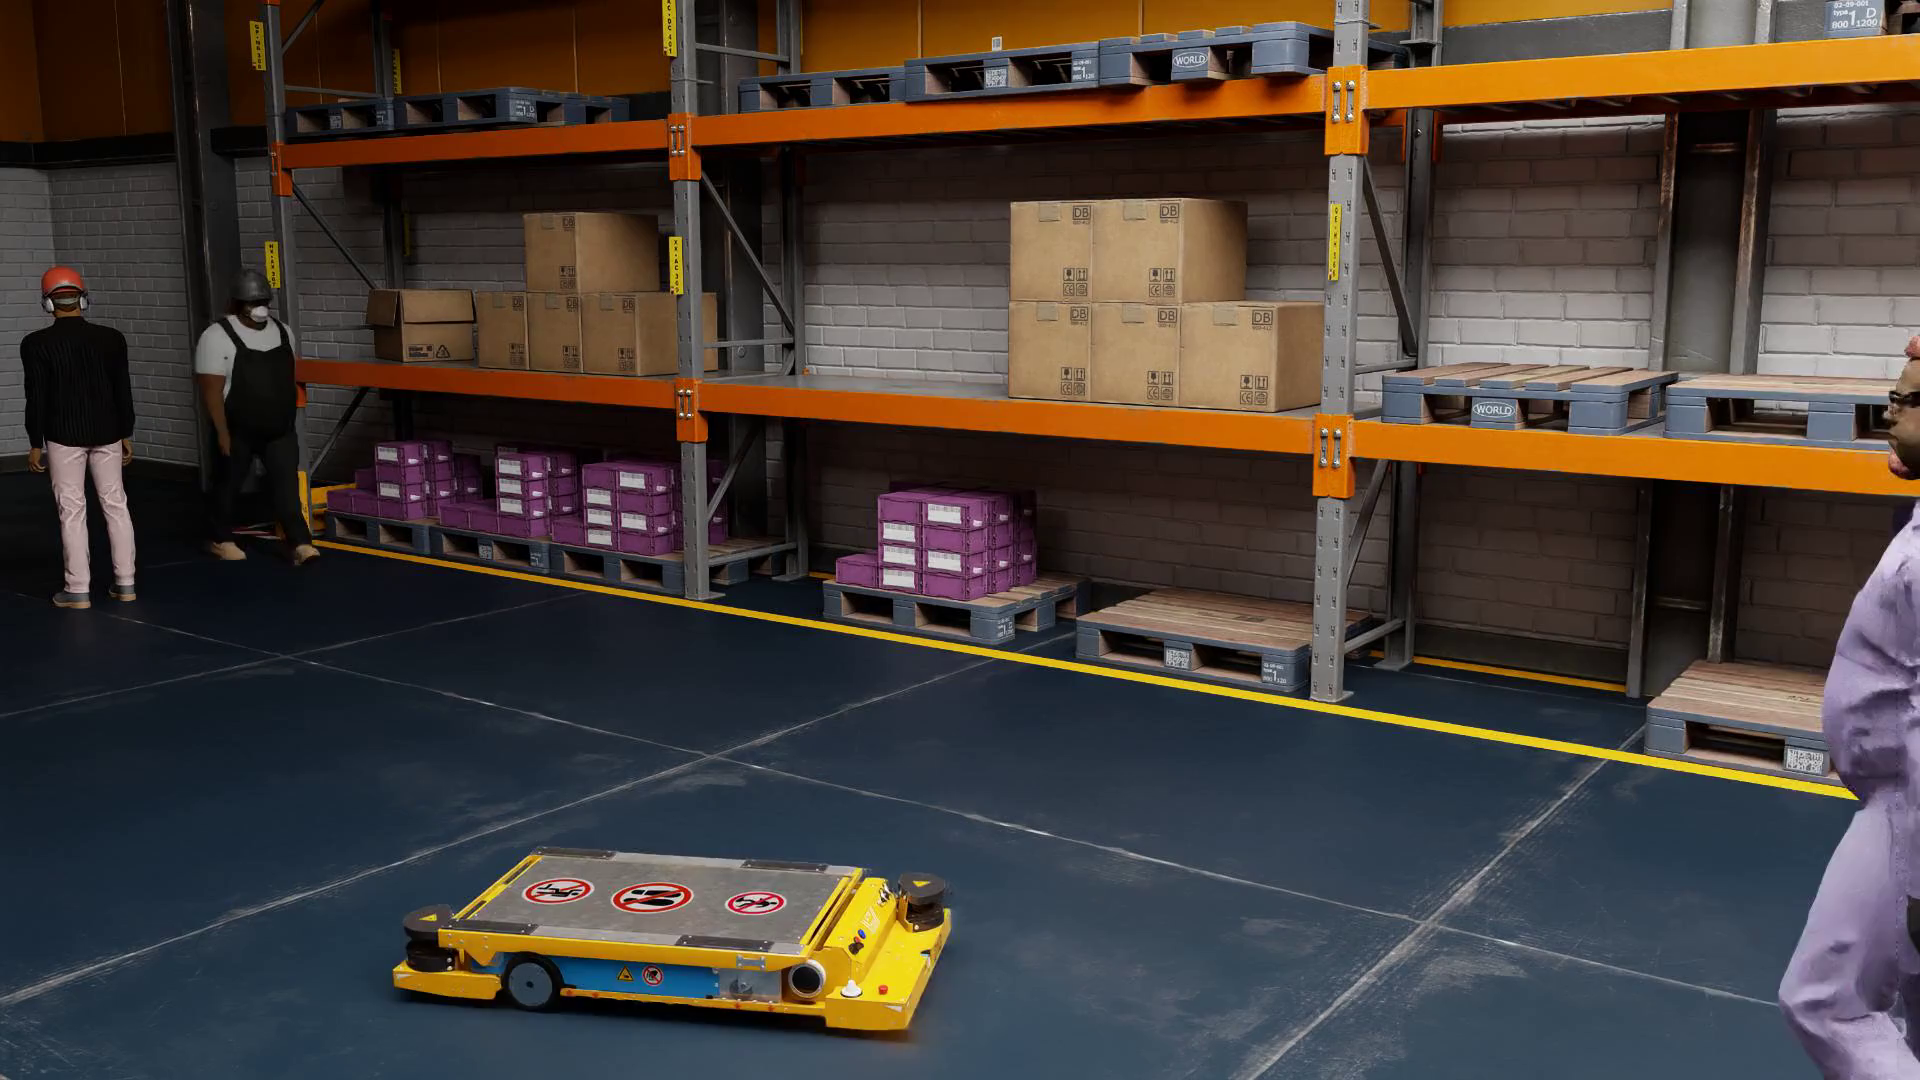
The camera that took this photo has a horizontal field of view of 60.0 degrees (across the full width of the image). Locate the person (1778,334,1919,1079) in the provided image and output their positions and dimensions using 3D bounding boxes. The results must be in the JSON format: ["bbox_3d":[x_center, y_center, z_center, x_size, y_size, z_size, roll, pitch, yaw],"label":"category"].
[{"bbox_3d":[1.874,0.544,3.220,0.420,1.898,0.639,9,13,44],"label":"person"}]

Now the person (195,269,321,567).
[{"bbox_3d":[-4.691,-0.834,11.006,1.090,2.000,0.710,8,12,39],"label":"person"}]

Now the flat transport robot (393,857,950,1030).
[{"bbox_3d":[-0.787,1.105,4.716,1.431,0.197,0.652,2,10,10],"label":"flat transport robot"}]

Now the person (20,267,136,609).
[{"bbox_3d":[-5.151,-0.594,9.739,0.391,1.986,0.609,8,12,38],"label":"person"}]
